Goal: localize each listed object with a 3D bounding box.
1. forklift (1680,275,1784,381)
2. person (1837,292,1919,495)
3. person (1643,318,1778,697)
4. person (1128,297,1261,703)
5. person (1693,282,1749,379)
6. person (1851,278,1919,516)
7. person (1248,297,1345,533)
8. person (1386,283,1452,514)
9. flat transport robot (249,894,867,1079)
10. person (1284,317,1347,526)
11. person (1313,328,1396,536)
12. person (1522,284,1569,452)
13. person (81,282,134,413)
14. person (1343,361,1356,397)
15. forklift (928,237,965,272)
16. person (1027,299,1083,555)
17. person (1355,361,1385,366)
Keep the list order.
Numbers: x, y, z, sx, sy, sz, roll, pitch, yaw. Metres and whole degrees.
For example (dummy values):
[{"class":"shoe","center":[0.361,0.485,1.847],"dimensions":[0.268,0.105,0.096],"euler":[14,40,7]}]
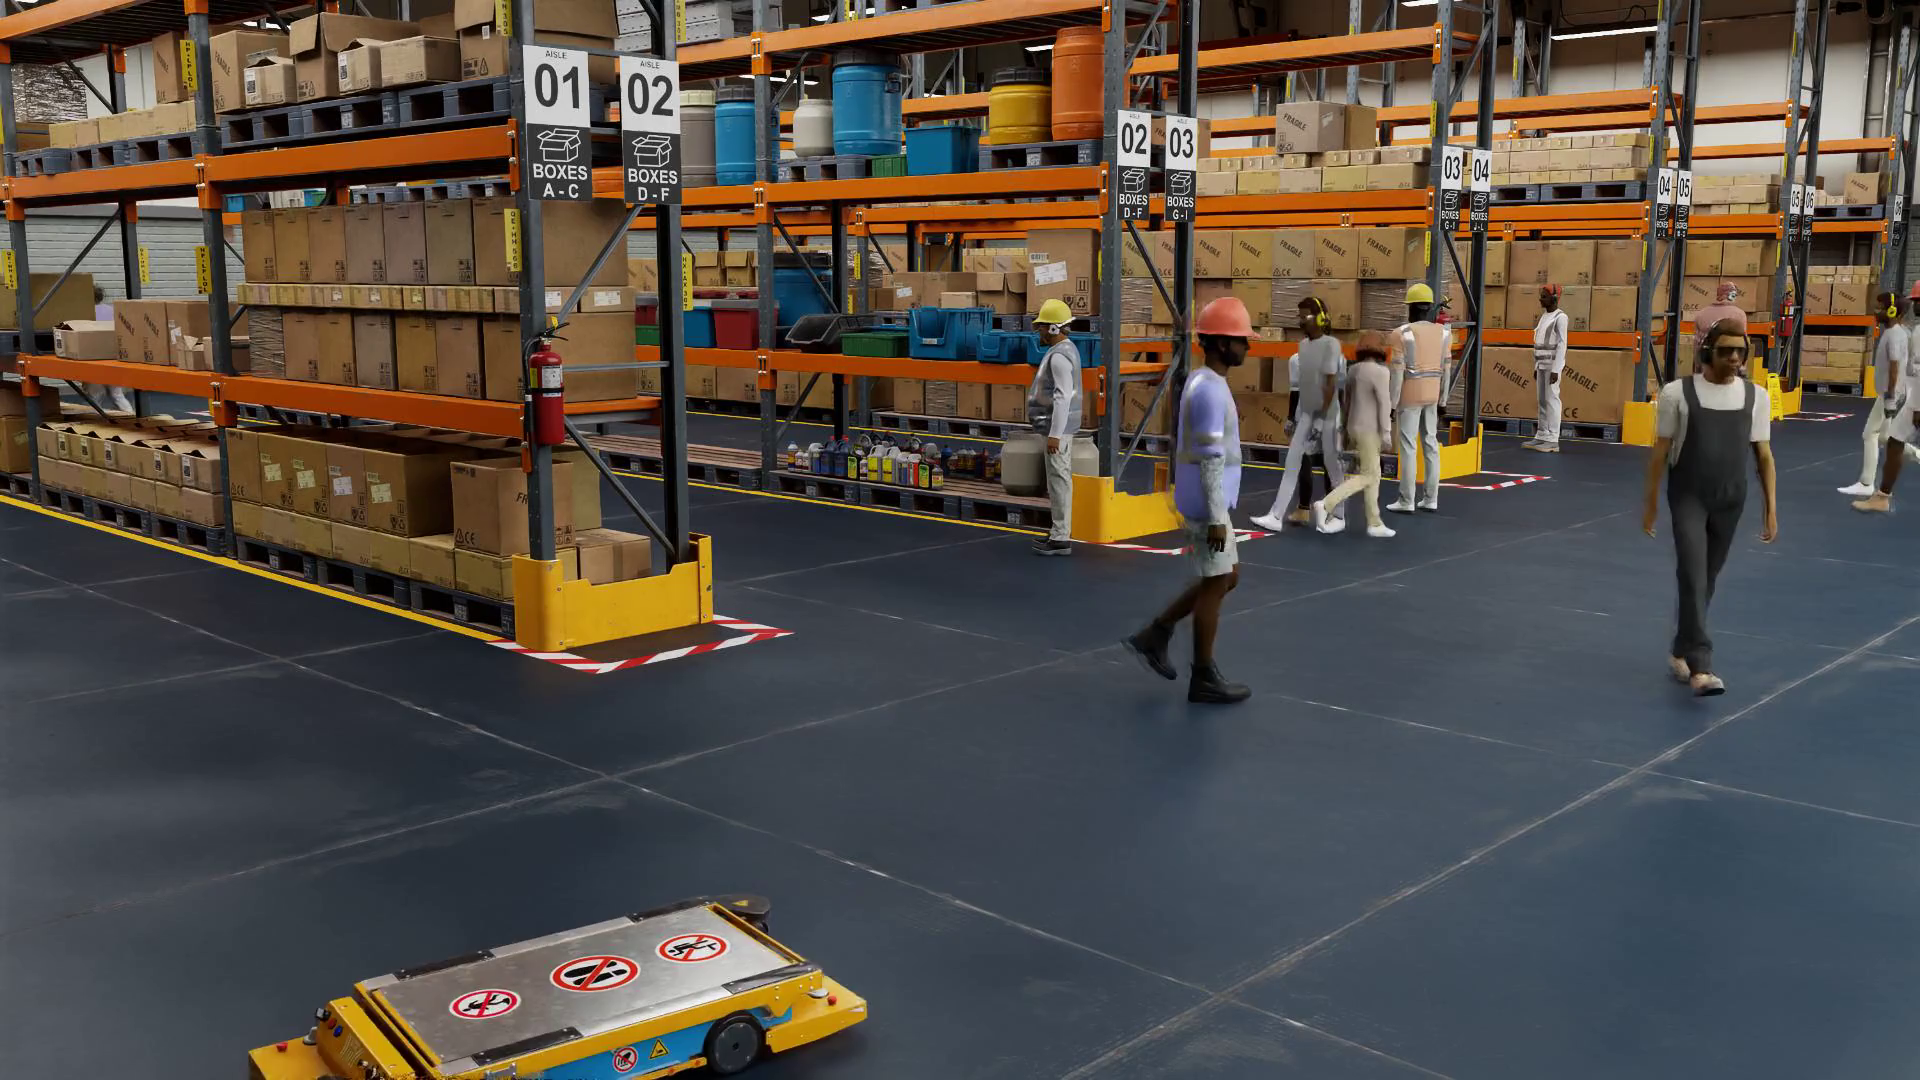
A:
[{"class":"forklift","center":[12.480,-3.427,27.053],"dimensions":[1.214,2.155,2.313],"euler":[9,13,43]},{"class":"person","center":[8.496,-1.318,15.088],"dimensions":[0.741,1.851,0.525],"euler":[5,10,28]},{"class":"person","center":[3.635,-0.144,7.964],"dimensions":[0.548,1.806,0.894],"euler":[0,9,2]},{"class":"person","center":[1.144,-0.180,7.873],"dimensions":[0.520,1.923,0.546],"euler":[1,9,8]},{"class":"person","center":[8.742,-2.001,19.086],"dimensions":[0.407,1.902,0.639],"euler":[-6,11,-33]},{"class":"person","center":[8.010,-1.166,13.677],"dimensions":[0.624,2.003,1.029],"euler":[-7,12,-36]},{"class":"person","center":[2.680,-0.940,12.787],"dimensions":[0.930,1.822,0.533],"euler":[-5,11,-30]},{"class":"person","center":[3.846,-1.191,14.030],"dimensions":[0.593,1.924,0.381],"euler":[-4,10,-21]},{"class":"flat transport robot","center":[-1.018,1.239,4.325],"dimensions":[1.431,0.197,0.652],"euler":[-7,11,-36]},{"class":"person","center":[2.849,-0.965,13.349],"dimensions":[0.529,1.697,0.321],"euler":[-3,10,-19]},{"class":"person","center":[3.036,-0.810,12.704],"dimensions":[0.693,1.607,0.498],"euler":[-3,10,-15]},{"class":"person","center":[6.647,-1.947,18.807],"dimensions":[0.356,1.882,0.574],"euler":[-1,9,-4]},{"class":"person","center":[-9.804,-2.001,19.085],"dimensions":[0.867,1.912,0.631],"euler":[6,11,33]},{"class":"person","center":[4.922,-2.366,21.265],"dimensions":[0.392,1.919,0.591],"euler":[8,12,39]},{"class":"forklift","center":[-0.326,-5.817,39.609],"dimensions":[1.129,2.768,1.873],"euler":[9,13,43]},{"class":"person","center":[0.684,-0.819,12.040],"dimensions":[0.404,1.830,0.601],"euler":[1,9,6]},{"class":"person","center":[4.640,-1.803,18.711],"dimensions":[0.509,1.617,0.607],"euler":[-7,11,-35]}]
